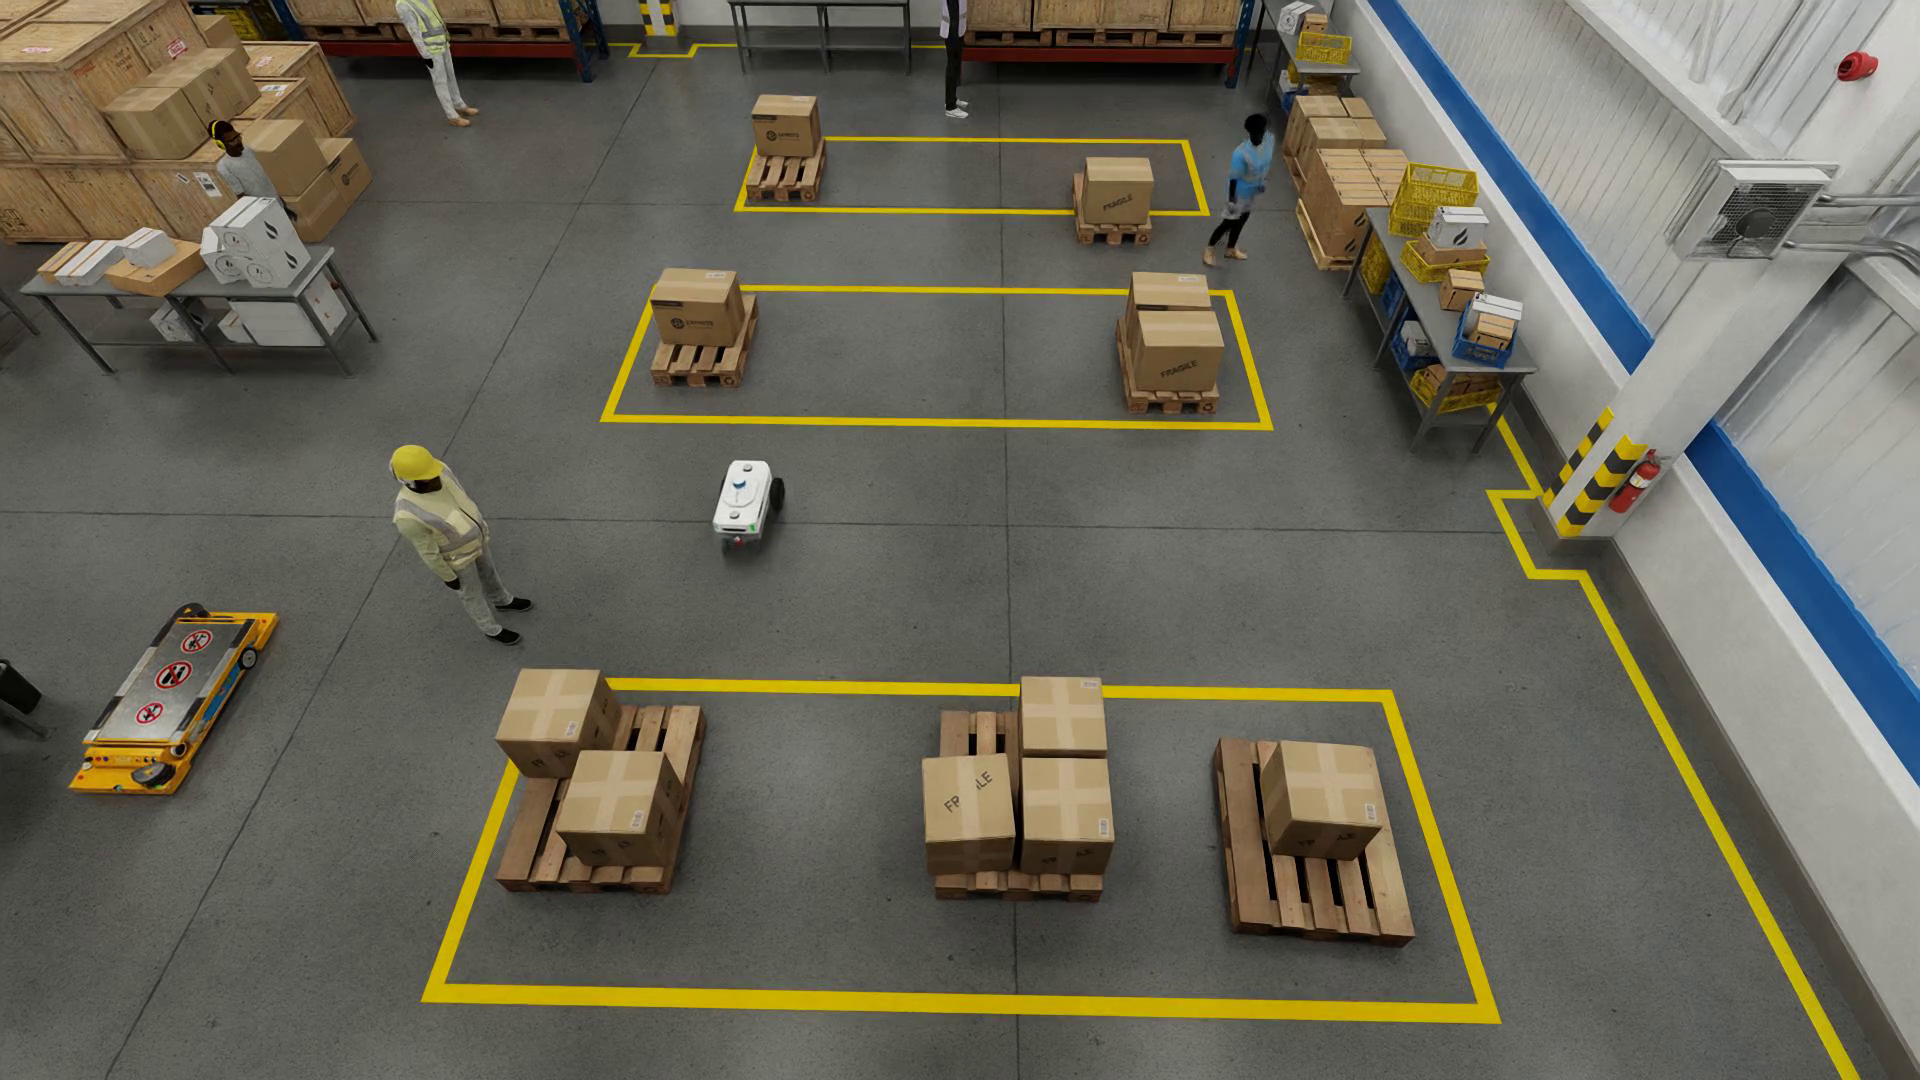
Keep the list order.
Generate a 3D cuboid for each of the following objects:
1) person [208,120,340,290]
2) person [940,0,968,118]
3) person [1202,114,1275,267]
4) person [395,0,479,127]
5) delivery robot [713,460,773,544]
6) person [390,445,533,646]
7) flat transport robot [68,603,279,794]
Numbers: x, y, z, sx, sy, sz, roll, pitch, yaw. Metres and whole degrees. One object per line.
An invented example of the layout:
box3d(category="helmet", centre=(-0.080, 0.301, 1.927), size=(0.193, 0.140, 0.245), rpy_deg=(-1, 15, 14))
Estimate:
box3d(category="person", centre=(-6.766, -3.200, 9.023), size=(0.309, 1.859, 0.535), rpy_deg=(1, 50, 1))
box3d(category="person", centre=(-0.073, -6.463, 11.748), size=(0.370, 1.914, 0.597), rpy_deg=(1, 50, 1))
box3d(category="person", centre=(2.923, -3.631, 9.522), size=(0.604, 1.659, 0.371), rpy_deg=(-31, 56, -24))
box3d(category="person", centre=(-6.650, -6.245, 11.612), size=(0.429, 1.841, 0.634), rpy_deg=(1, 50, 1))
box3d(category="delivery robot", centre=(-1.742, -0.321, 7.377), size=(0.477, 0.478, 0.707), rpy_deg=(2, 50, 2))
box3d(category="person", centre=(-3.429, 0.032, 6.308), size=(0.403, 1.827, 0.601), rpy_deg=(1, 50, 1))
box3d(category="flat transport robot", centre=(-5.504, 1.072, 6.442), size=(0.652, 0.197, 1.431), rpy_deg=(1, 50, 1))
